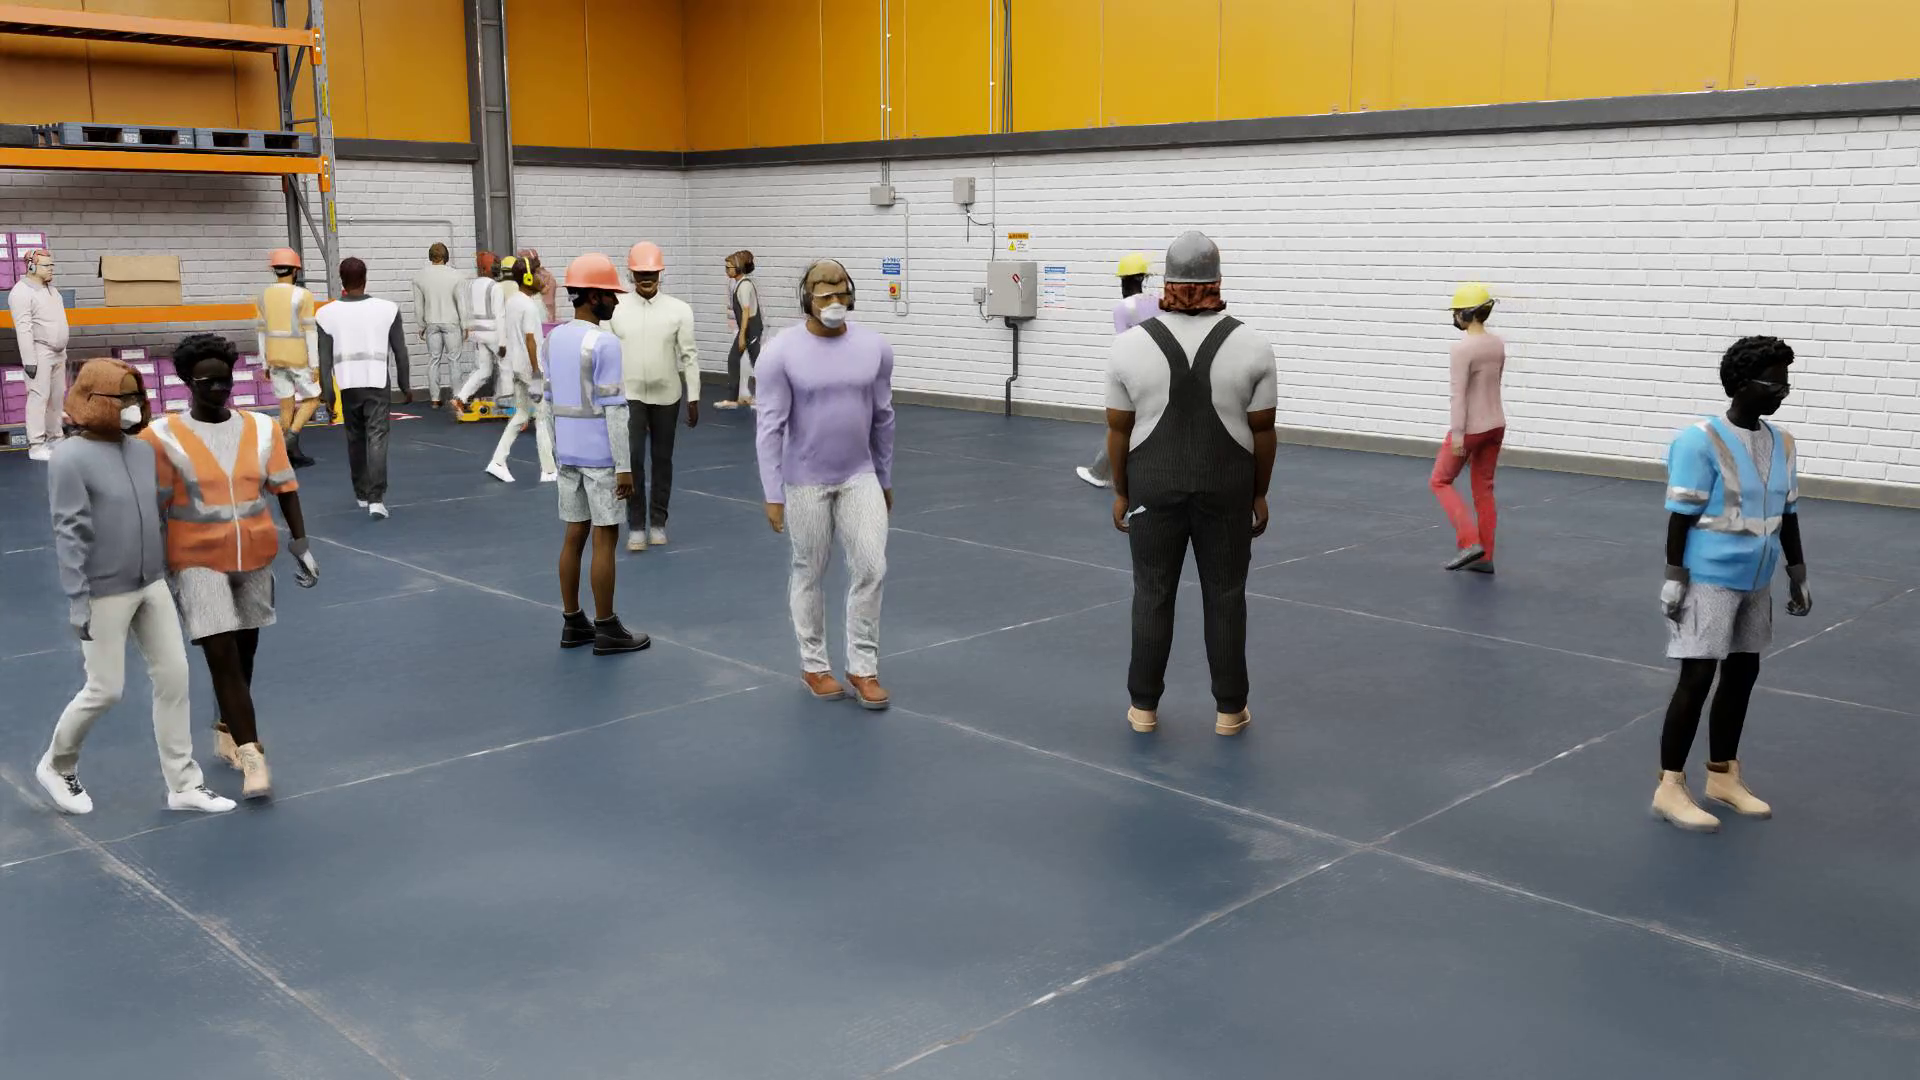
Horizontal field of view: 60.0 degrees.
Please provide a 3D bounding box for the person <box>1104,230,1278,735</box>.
[{"bbox_3d":[0.934,-0.225,6.770,0.683,2.000,0.538,2,11,9],"label":"person"}]

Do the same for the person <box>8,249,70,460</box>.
[{"bbox_3d":[-8.267,-1.668,15.048,0.401,1.900,0.636,0,10,-2],"label":"person"}]

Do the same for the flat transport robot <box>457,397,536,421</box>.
[{"bbox_3d":[-4.807,-1.467,18.372,1.431,0.197,0.652,-3,11,-15],"label":"flat transport robot"}]

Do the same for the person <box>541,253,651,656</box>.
[{"bbox_3d":[-1.769,-0.412,8.076,0.552,1.933,0.363,9,14,40],"label":"person"}]

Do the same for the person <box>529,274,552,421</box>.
[{"bbox_3d":[-4.543,-2.095,18.185,0.848,1.594,0.525,-2,11,-13],"label":"person"}]

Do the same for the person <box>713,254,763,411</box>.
[{"bbox_3d":[-2.527,-2.370,19.098,0.829,1.802,0.532,-3,11,-17],"label":"person"}]

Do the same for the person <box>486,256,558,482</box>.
[{"bbox_3d":[-3.569,-1.376,13.639,0.596,1.895,0.564,-8,13,-36],"label":"person"}]

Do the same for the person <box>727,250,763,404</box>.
[{"bbox_3d":[-2.588,-2.556,20.027,0.429,1.845,0.621,-2,11,-10],"label":"person"}]

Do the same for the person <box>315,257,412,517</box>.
[{"bbox_3d":[-4.335,-1.114,12.111,0.607,1.870,1.015,-2,11,-12],"label":"person"}]

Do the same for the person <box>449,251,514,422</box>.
[{"bbox_3d":[-5.118,-2.187,17.985,0.584,1.860,0.817,9,14,40],"label":"person"}]

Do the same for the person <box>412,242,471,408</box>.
[{"bbox_3d":[-6.055,-2.502,19.468,0.628,1.940,0.373,0,10,0],"label":"person"}]

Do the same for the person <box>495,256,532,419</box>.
[{"bbox_3d":[-4.968,-2.231,18.410,0.630,1.802,0.743,1,10,5],"label":"person"}]

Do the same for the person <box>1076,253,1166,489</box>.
[{"bbox_3d":[1.355,-1.290,13.026,0.592,1.872,1.003,-8,13,-38],"label":"person"}]

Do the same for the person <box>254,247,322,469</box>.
[{"bbox_3d":[-5.798,-1.558,14.370,0.557,1.916,0.523,2,11,10],"label":"person"}]

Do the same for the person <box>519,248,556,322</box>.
[{"bbox_3d":[-5.026,-2.544,19.882,0.624,1.885,0.747,4,11,21],"label":"person"}]

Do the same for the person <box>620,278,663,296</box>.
[{"bbox_3d":[-3.620,-2.347,18.731,0.986,1.922,0.618,5,12,26],"label":"person"}]

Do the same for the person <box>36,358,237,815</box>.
[{"bbox_3d":[-2.922,0.177,5.741,0.635,1.614,0.512,3,11,14],"label":"person"}]

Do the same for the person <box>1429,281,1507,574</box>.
[{"bbox_3d":[3.061,-0.657,9.936,0.524,1.753,0.402,-8,13,-36],"label":"person"}]

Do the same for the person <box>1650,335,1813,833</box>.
[{"bbox_3d":[2.658,0.142,5.734,0.562,1.688,0.360,-5,11,-25],"label":"person"}]

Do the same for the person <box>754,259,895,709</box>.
[{"bbox_3d":[-0.536,-0.217,7.058,0.659,1.914,0.711,-5,11,-24],"label":"person"}]

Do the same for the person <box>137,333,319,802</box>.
[{"bbox_3d":[-2.639,0.089,6.042,0.688,1.666,0.559,10,14,42],"label":"person"}]

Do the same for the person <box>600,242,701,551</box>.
[{"bbox_3d":[-1.983,-0.903,10.648,0.654,1.967,0.777,-2,11,-12],"label":"person"}]
